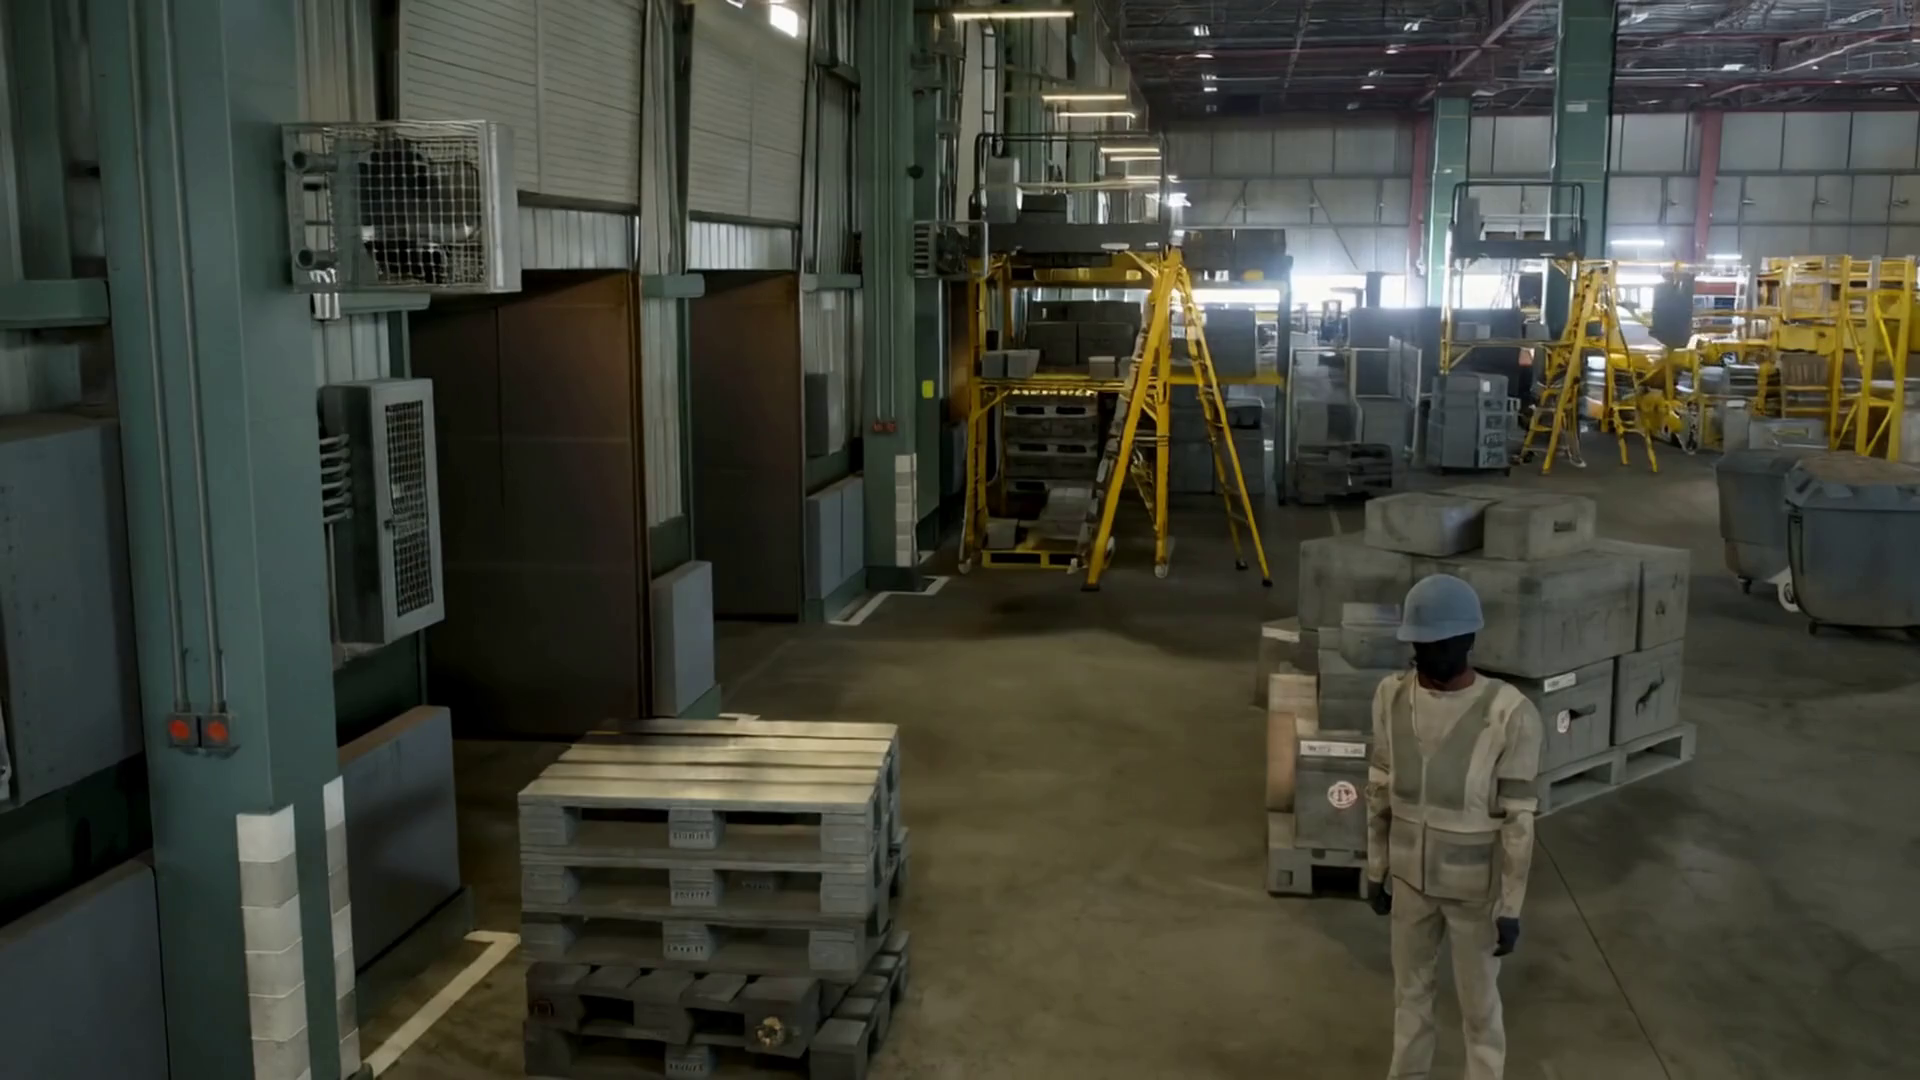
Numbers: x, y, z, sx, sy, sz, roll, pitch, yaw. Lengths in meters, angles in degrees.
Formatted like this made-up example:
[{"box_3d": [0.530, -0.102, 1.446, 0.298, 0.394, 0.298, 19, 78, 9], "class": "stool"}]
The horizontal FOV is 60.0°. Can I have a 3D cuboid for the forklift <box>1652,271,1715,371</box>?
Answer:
[{"box_3d": [20.351, -6.222, 47.138, 1.873, 2.768, 1.129, -3, 10, -17], "class": "forklift"}]

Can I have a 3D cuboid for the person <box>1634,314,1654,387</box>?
[{"box_3d": [14.785, -3.900, 35.808, 0.801, 1.906, 0.650, 6, 11, 35], "class": "person"}]

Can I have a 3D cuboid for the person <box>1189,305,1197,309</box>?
[{"box_3d": [6.184, -5.304, 44.423, 0.392, 1.928, 0.543, 5, 11, 30], "class": "person"}]

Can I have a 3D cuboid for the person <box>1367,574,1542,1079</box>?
[{"box_3d": [1.519, 1.051, 5.247, 0.394, 1.921, 0.584, -8, 12, -42], "class": "person"}]

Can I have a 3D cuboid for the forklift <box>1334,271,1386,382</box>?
[{"box_3d": [10.436, -5.400, 42.069, 1.873, 2.768, 1.129, 1, 9, 9], "class": "forklift"}]

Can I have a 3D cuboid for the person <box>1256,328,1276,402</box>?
[{"box_3d": [6.506, -3.769, 35.911, 0.521, 1.614, 0.699, 6, 11, 32], "class": "person"}]

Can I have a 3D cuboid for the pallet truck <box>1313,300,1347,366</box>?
[{"box_3d": [11.159, -6.200, 49.718, 0.823, 1.965, 1.885, 4, 10, 26], "class": "pallet truck"}]
